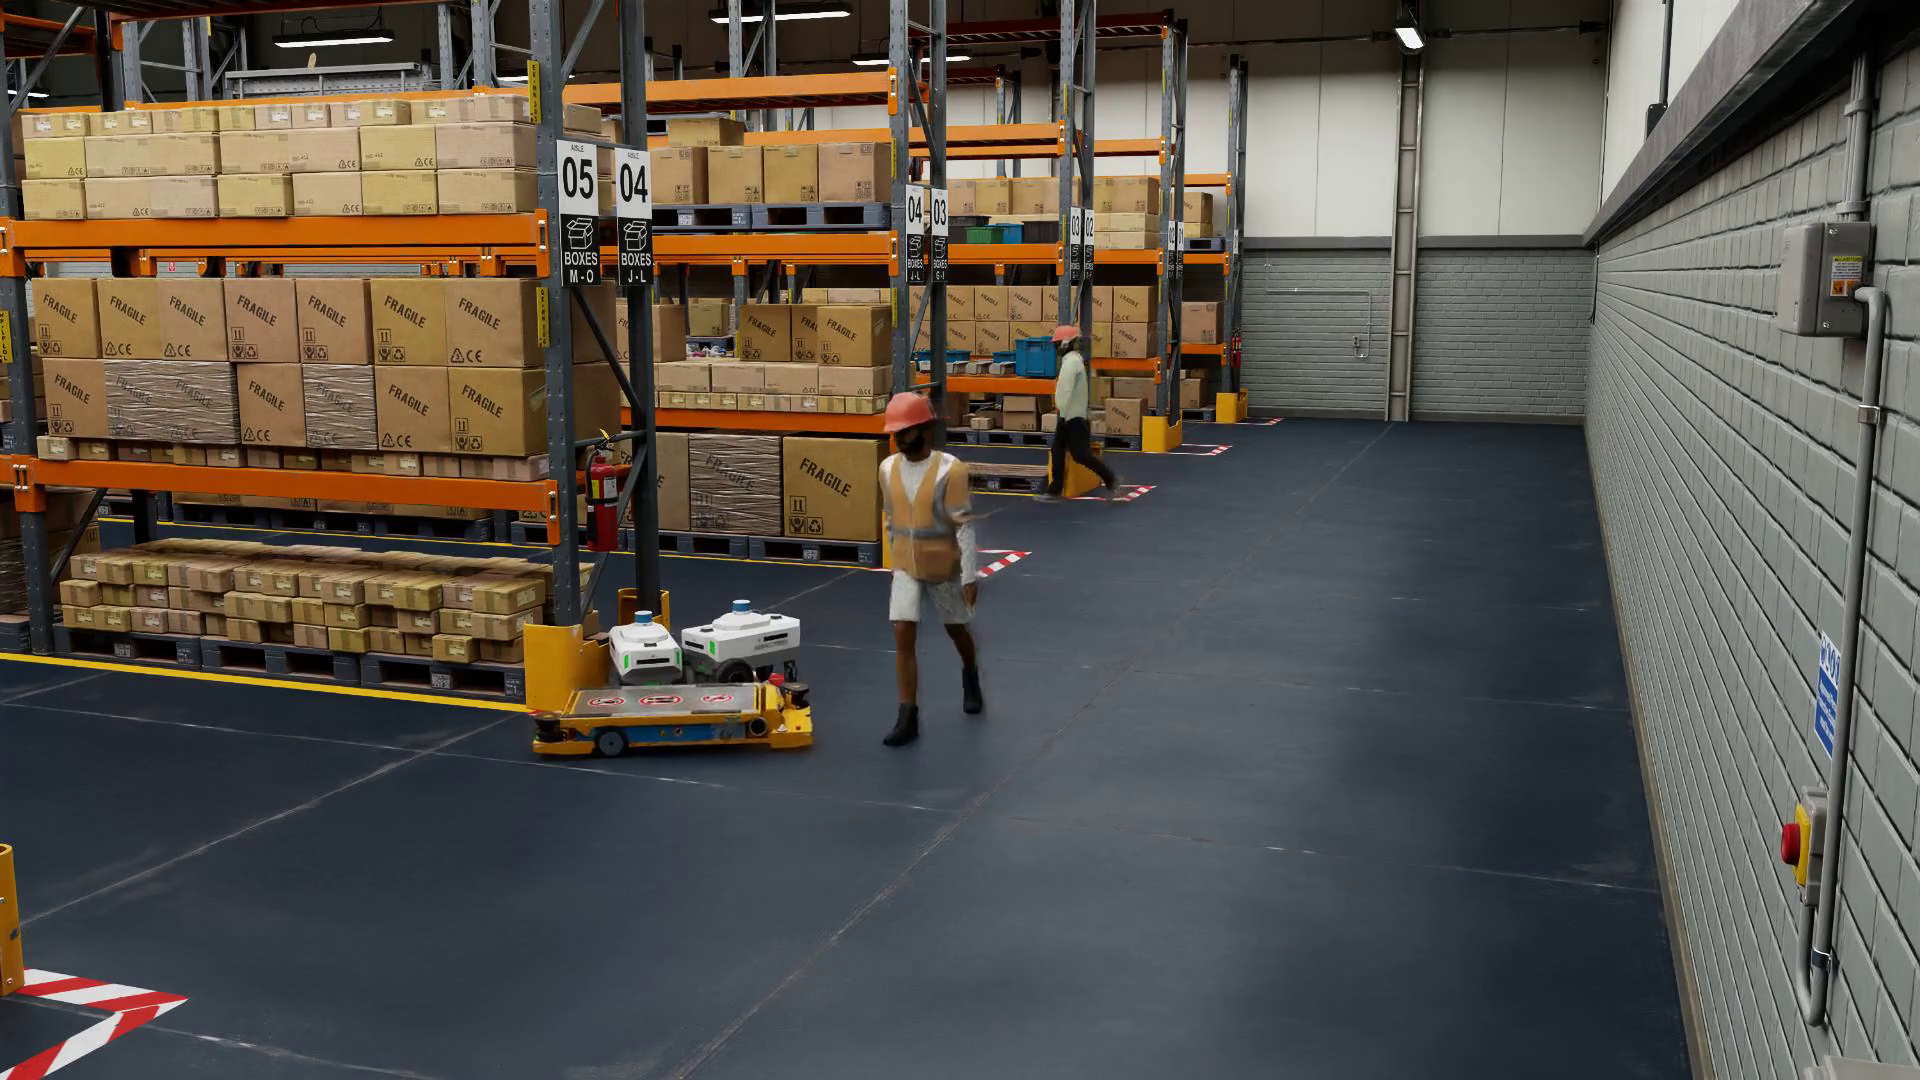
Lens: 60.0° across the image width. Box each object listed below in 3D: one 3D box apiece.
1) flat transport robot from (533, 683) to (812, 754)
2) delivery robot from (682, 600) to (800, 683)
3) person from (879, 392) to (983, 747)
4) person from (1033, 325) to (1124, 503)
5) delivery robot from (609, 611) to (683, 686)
[{"bbox_3d":[-1.519,0.947,8.919,1.431,0.197,0.652,-1,9,-6],"label":"flat transport robot"},{"bbox_3d":[-1.296,0.600,9.907,0.477,0.478,0.707,9,13,44],"label":"delivery robot"},{"bbox_3d":[-0.132,0.116,9.097,0.588,1.888,0.967,4,10,25],"label":"person"},{"bbox_3d":[1.290,-1.352,18.039,0.894,1.956,0.622,0,9,-1],"label":"person"},{"bbox_3d":[-1.818,0.651,9.587,0.477,0.478,0.707,-3,10,-18],"label":"delivery robot"}]
